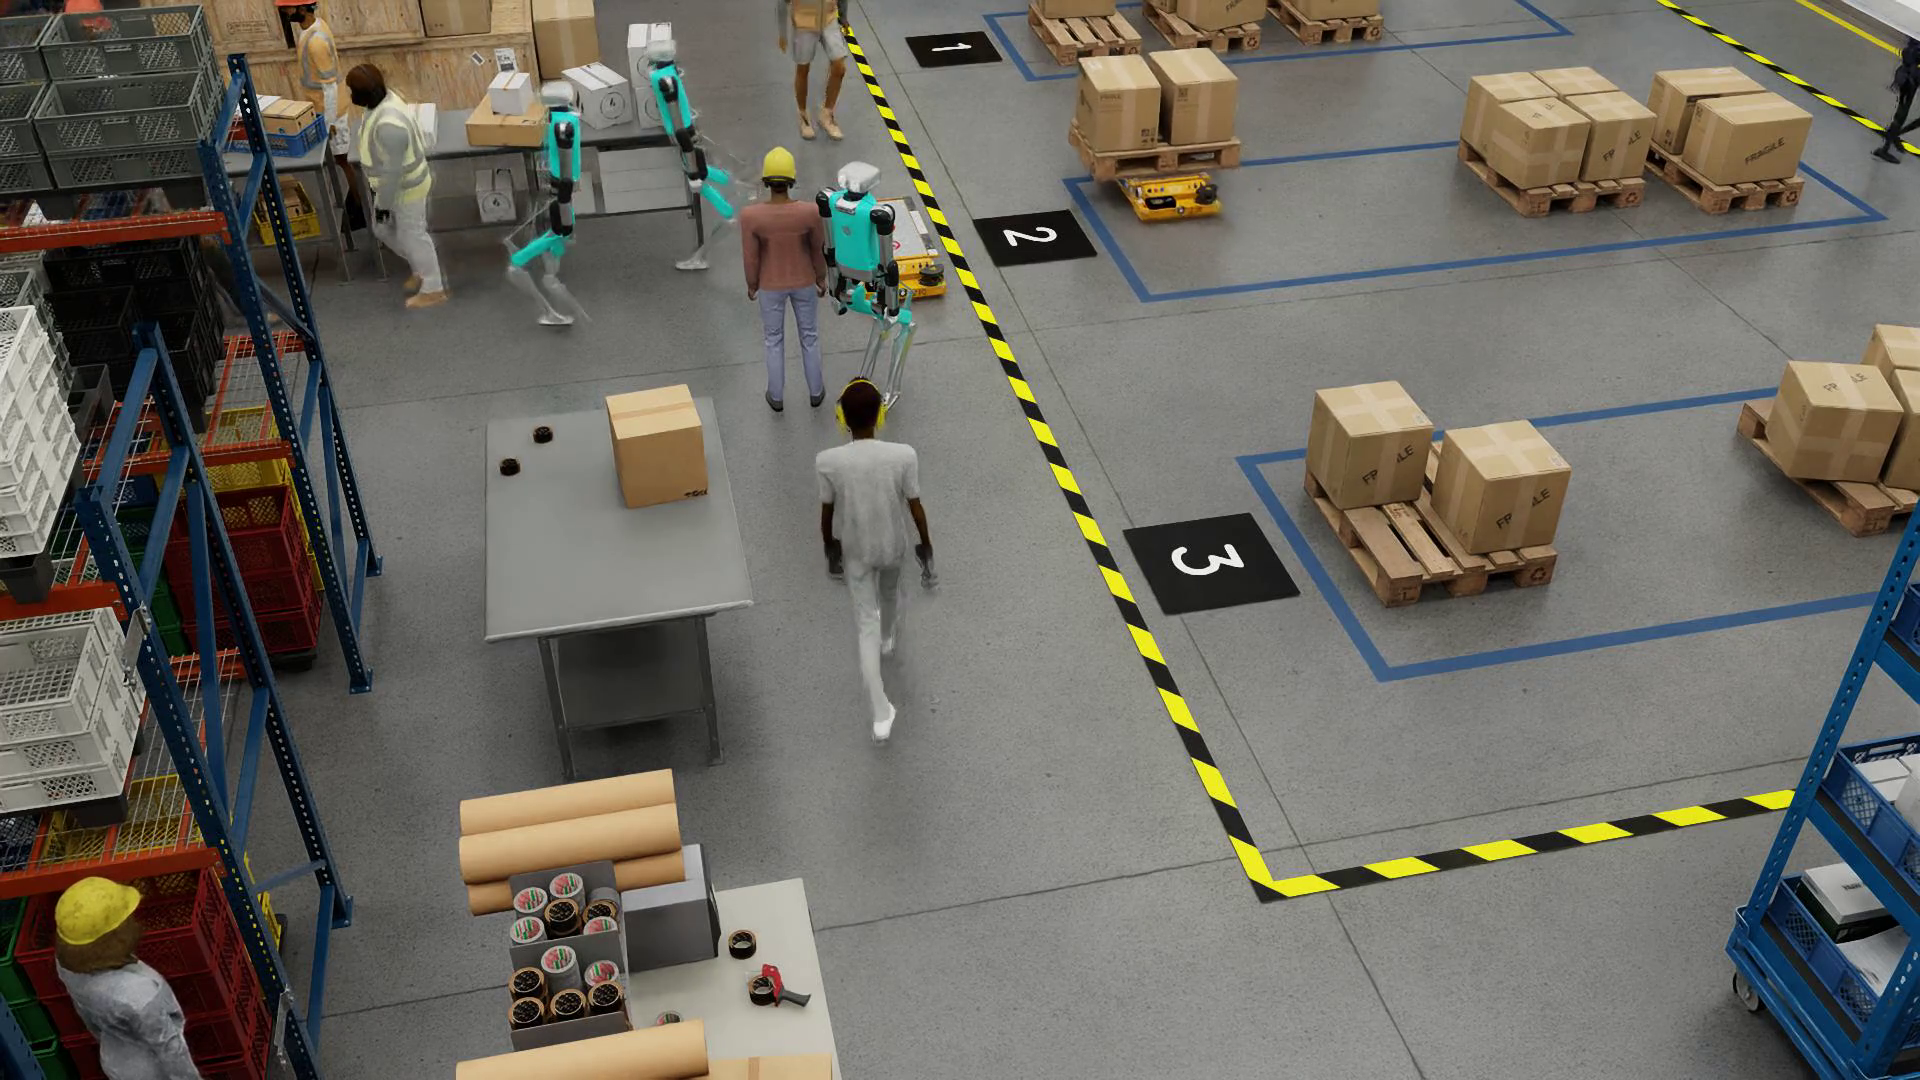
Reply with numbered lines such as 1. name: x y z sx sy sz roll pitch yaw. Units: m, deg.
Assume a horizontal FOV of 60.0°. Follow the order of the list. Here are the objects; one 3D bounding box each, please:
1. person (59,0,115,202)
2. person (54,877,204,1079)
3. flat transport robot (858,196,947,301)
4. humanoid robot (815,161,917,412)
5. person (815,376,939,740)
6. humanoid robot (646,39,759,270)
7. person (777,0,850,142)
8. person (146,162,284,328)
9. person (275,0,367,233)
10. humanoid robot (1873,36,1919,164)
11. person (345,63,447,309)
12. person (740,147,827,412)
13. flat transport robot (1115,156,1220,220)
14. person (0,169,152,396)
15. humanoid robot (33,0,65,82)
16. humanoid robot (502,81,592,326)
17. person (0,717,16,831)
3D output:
1. person: -6.259 -2.970 12.125 1.082 1.974 0.656 -3 37 -4
2. person: -2.837 1.822 5.868 0.486 1.743 0.310 20 41 25
3. flat transport robot: -0.570 -2.220 12.538 0.659 0.231 1.431 -8 37 -10
4. humanoid robot: -0.495 -1.625 10.400 0.533 1.672 0.735 21 41 26
5. person: -0.403 0.052 8.200 0.558 1.796 1.006 -5 37 -6
6. humanoid robot: -1.702 -2.782 12.088 0.964 1.773 0.553 -10 38 -13
7. person: -1.207 -4.279 13.837 0.707 2.017 0.674 -17 40 -22
8. person: -5.252 -2.109 11.129 0.926 1.786 0.522 -8 37 -10
9. person: -4.793 -3.278 12.561 0.358 1.939 0.543 -13 39 -17
10. humanoid robot: 7.908 -3.892 13.603 0.608 1.643 0.335 -14 39 -18
11. person: -3.906 -2.426 11.516 0.477 1.819 0.640 -18 40 -22
12. person: -1.094 -1.624 10.481 0.528 1.768 0.310 -6 37 -8
13. flat transport robot: 1.583 -3.043 13.621 0.652 0.197 1.431 -8 37 -10
14. person: -5.605 -1.478 10.221 0.977 1.839 0.599 -26 44 -31
15. humanoid robot: -6.944 -3.556 13.160 0.545 1.642 0.590 13 39 17
16. humanoid robot: -2.862 -2.184 11.294 0.755 1.819 0.557 -7 37 -9
17. person: -4.634 0.549 7.484 0.317 1.860 0.508 1 37 1
